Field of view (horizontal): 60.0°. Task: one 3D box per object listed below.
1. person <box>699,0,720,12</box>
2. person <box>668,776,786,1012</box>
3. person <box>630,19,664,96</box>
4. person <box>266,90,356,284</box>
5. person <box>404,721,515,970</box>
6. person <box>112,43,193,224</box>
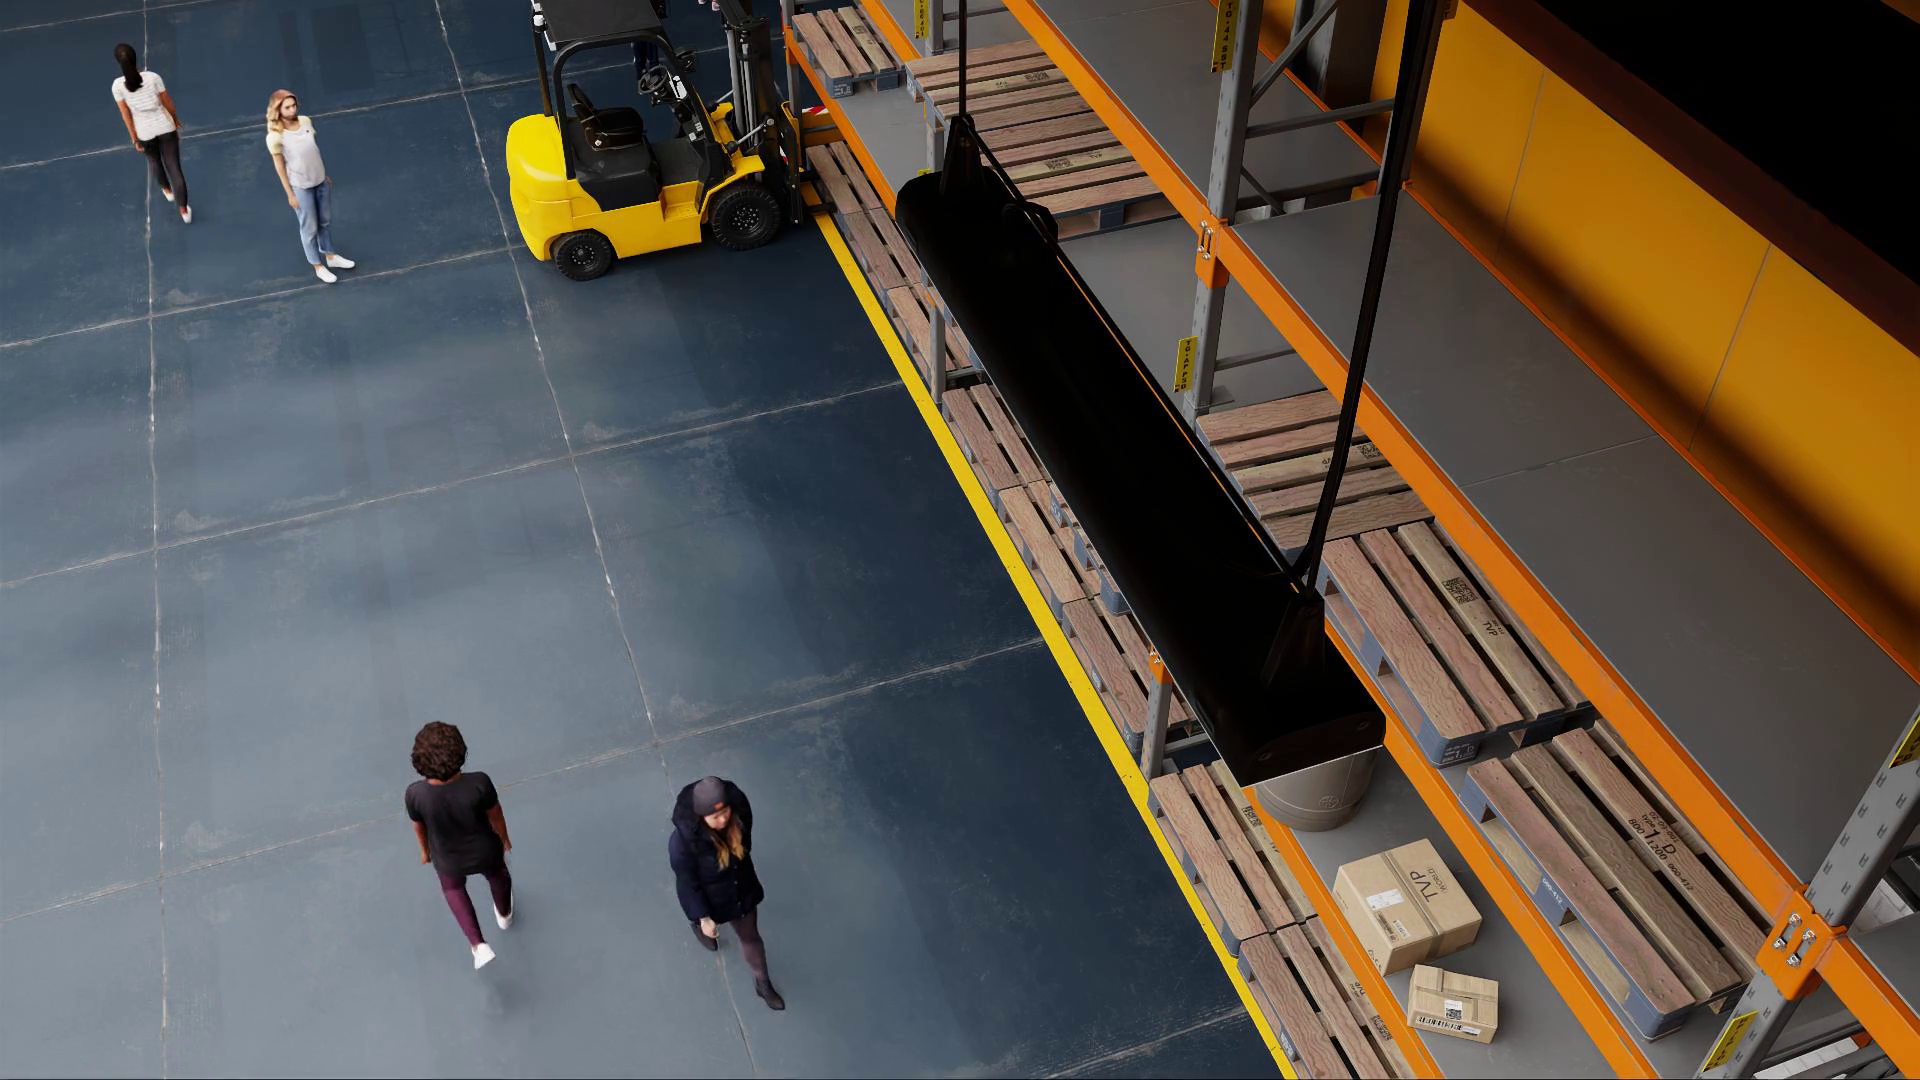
[{"bbox_3d":[-2.698,-6.501,17.558,0.724,1.771,0.586,-31,52,-28],"label":"person"},{"bbox_3d":[-1.362,1.805,8.943,0.885,1.627,1.165,-29,51,-27],"label":"person"},{"bbox_3d":[-3.114,-4.990,16.345,0.571,1.256,0.586,5,44,5],"label":"person"},{"bbox_3d":[-5.460,-2.967,13.881,0.764,1.726,0.701,17,46,17],"label":"person"},{"bbox_3d":[-2.673,1.680,8.972,0.643,1.768,0.857,-15,46,-15],"label":"person"},{"bbox_3d":[-7.021,-3.523,14.541,0.577,1.620,0.867,-14,45,-15],"label":"person"}]
